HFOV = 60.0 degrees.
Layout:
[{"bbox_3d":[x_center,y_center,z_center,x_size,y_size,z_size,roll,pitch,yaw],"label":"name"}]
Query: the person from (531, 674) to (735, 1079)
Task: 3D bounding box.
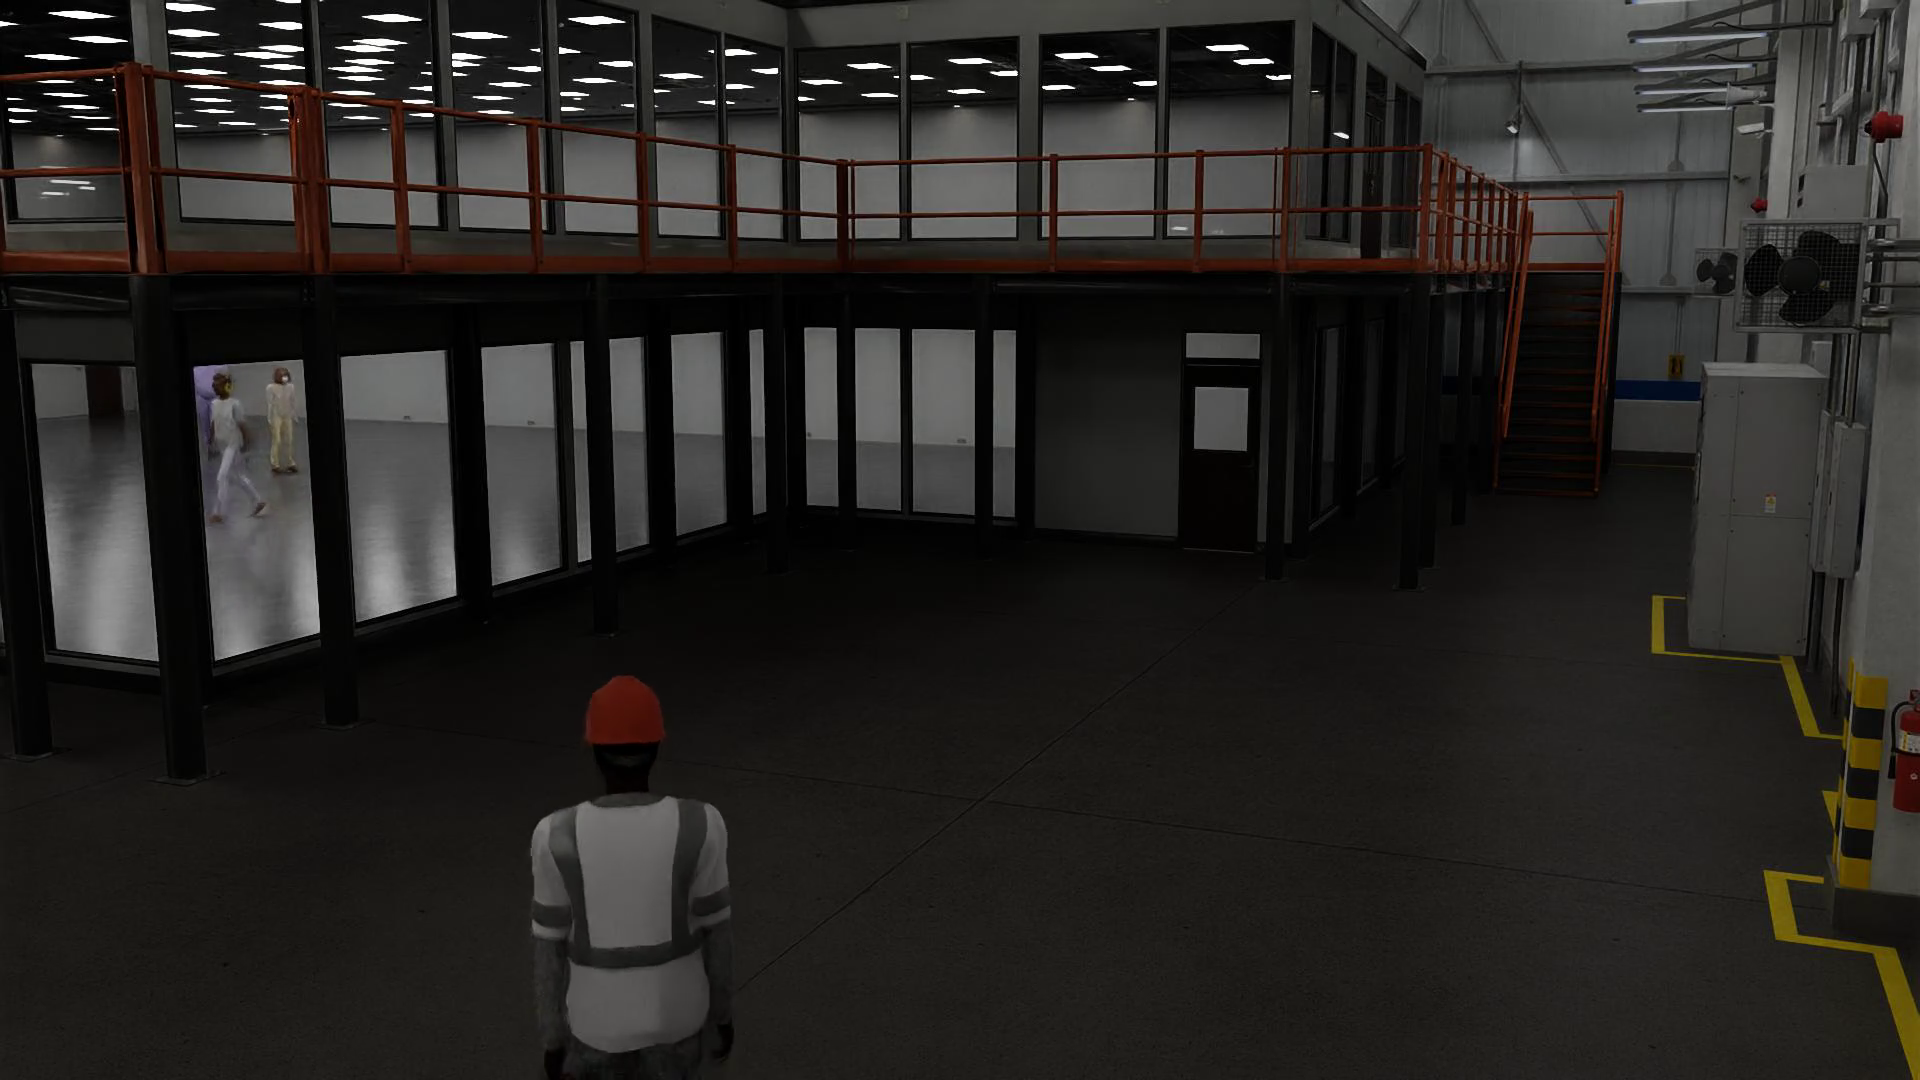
[{"bbox_3d":[-0.919,1.342,4.738,0.557,1.920,0.486,-1,9,-8],"label":"person"}]
